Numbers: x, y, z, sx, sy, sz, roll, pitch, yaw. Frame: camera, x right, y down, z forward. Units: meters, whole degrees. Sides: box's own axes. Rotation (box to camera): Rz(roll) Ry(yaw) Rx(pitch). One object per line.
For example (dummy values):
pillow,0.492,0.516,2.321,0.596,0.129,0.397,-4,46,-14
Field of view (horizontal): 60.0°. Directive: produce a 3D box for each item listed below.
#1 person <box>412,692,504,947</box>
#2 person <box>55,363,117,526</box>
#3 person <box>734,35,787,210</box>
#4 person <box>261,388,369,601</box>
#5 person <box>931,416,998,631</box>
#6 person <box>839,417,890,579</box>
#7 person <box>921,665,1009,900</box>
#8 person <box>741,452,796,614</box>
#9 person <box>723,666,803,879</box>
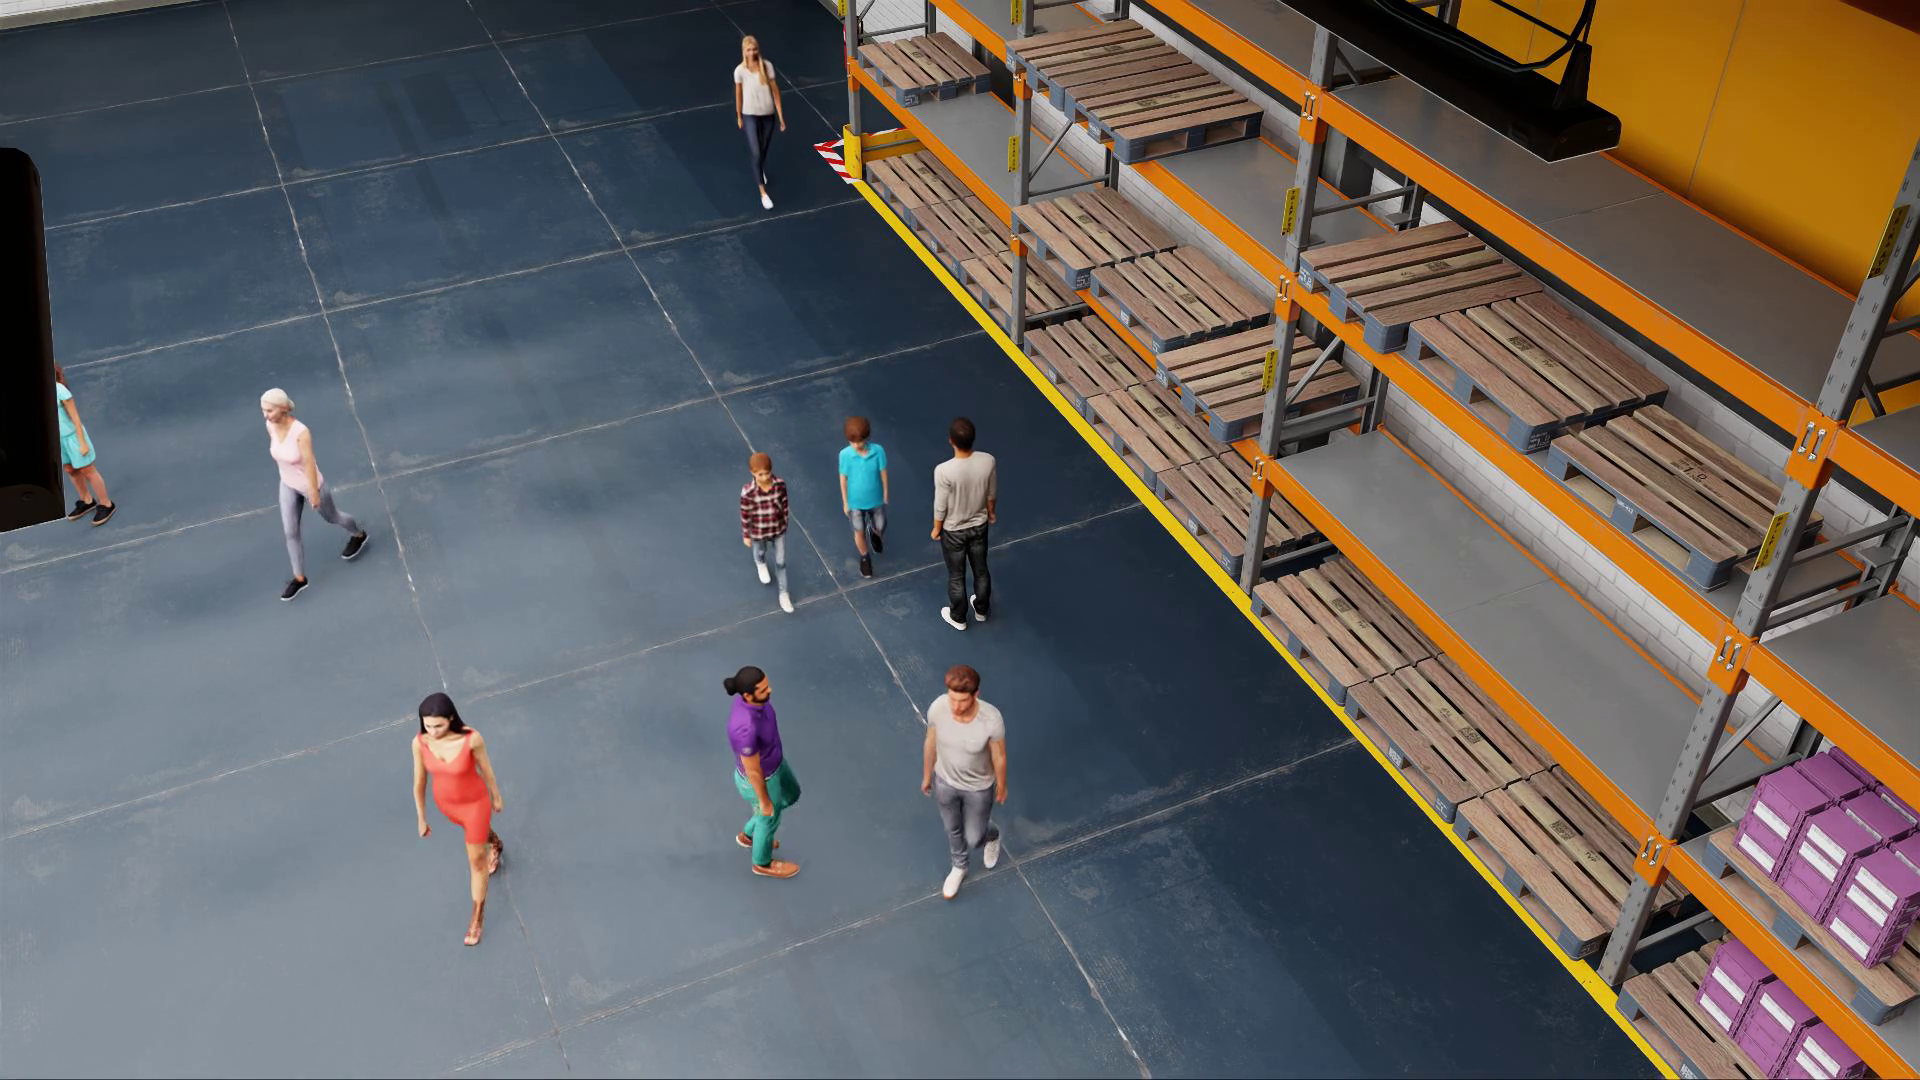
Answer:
person,-2.999,1.539,10.100,0.948,1.663,1.211,1,39,1
person,-7.059,-0.826,13.147,0.640,1.558,0.701,13,40,16
person,-2.142,-4.485,17.561,0.603,1.766,1.132,-15,41,-18
person,-4.889,-0.448,12.572,1.075,1.684,1.090,16,41,19
person,0.044,-0.113,12.052,0.649,1.809,0.527,-16,41,-19
person,-0.743,-0.379,12.688,0.614,1.432,0.719,-8,39,-10
person,0.059,1.389,10.113,0.887,1.882,0.946,15,41,18
person,-1.475,-0.135,12.510,0.582,1.272,0.912,-13,40,-16
person,-1.299,1.426,10.167,0.829,1.757,0.751,2,39,2
